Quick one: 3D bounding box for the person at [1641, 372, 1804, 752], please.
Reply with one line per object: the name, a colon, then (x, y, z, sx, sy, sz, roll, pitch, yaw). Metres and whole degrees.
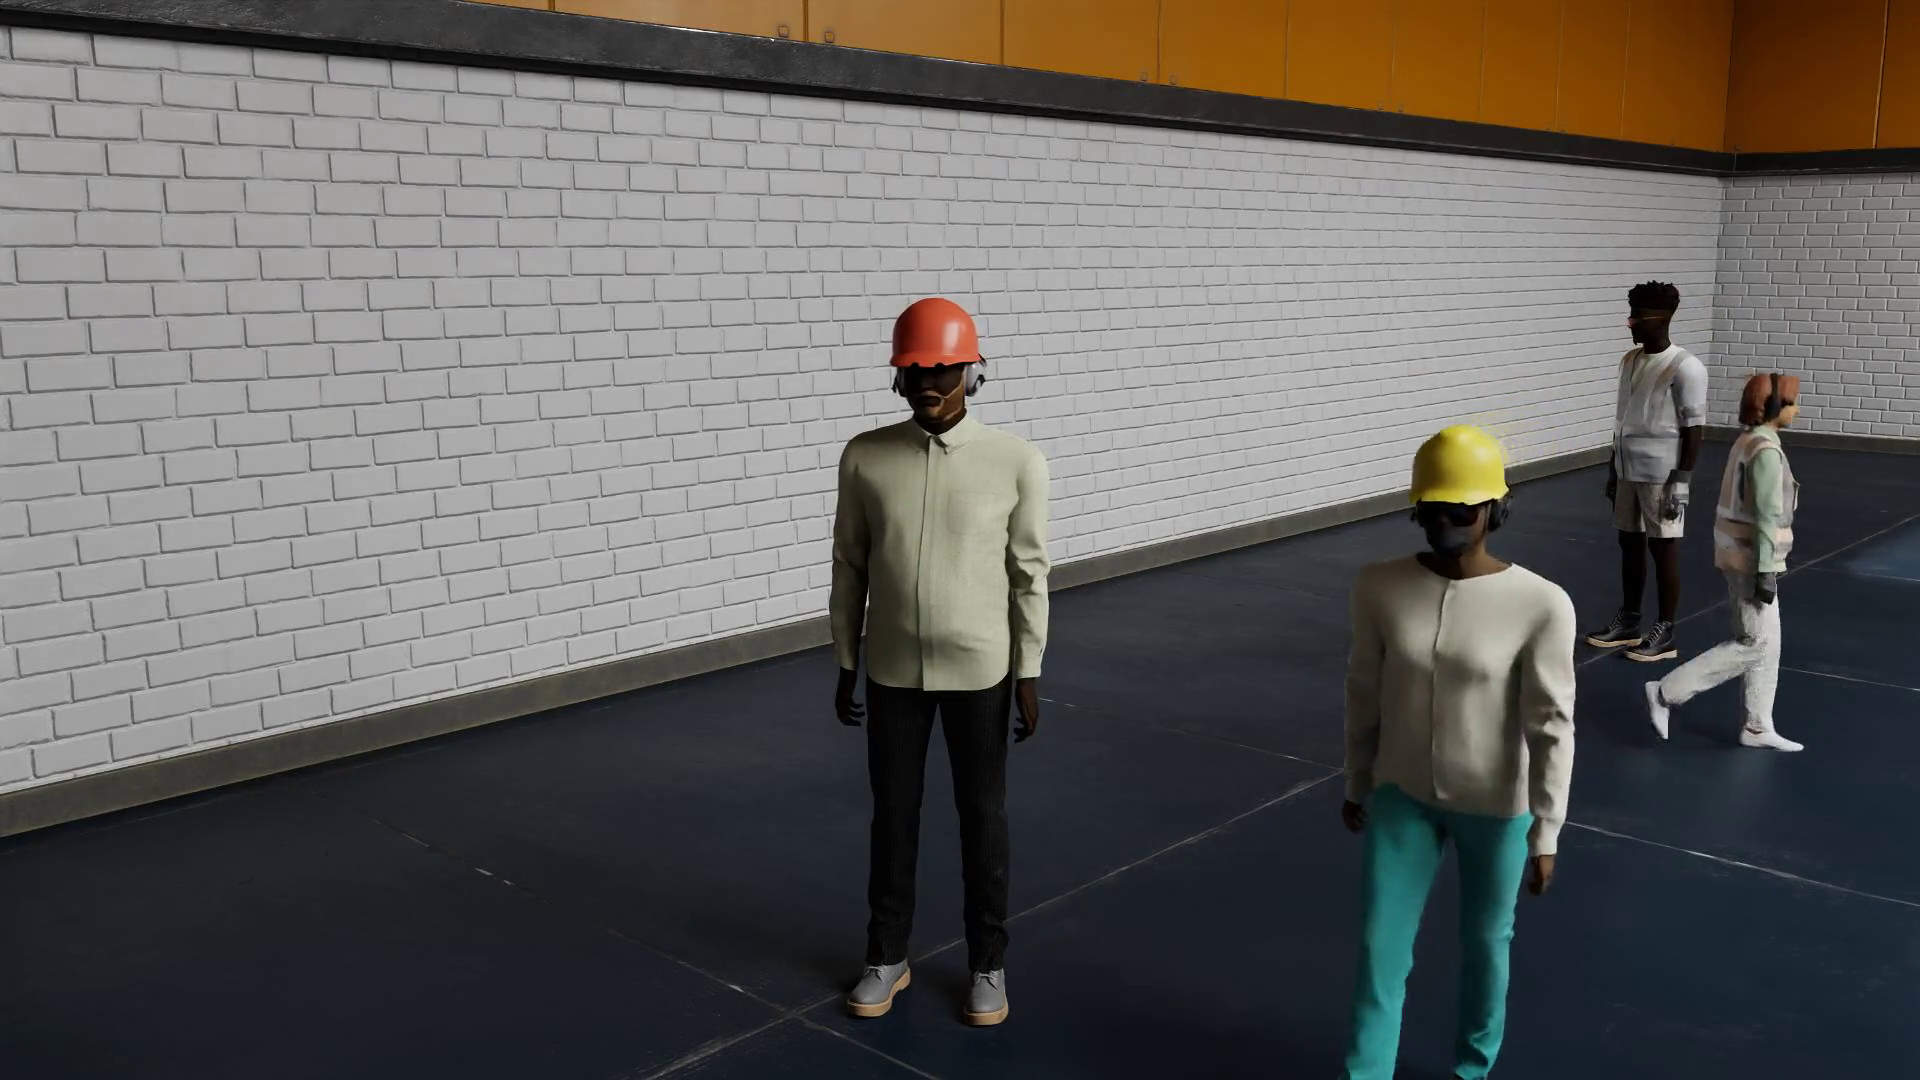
person: (3.258, 0.103, 6.978, 0.588, 1.620, 0.523, 4, 11, 20)

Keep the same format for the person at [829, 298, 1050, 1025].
person: (-0.062, 0.341, 4.573, 0.611, 1.995, 0.380, 2, 10, 10)

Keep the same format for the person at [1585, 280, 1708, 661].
person: (3.571, -0.359, 8.634, 0.362, 1.963, 0.614, -3, 10, -14)

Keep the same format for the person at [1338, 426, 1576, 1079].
person: (1.080, 0.614, 3.755, 0.551, 1.721, 0.870, 6, 12, 31)
